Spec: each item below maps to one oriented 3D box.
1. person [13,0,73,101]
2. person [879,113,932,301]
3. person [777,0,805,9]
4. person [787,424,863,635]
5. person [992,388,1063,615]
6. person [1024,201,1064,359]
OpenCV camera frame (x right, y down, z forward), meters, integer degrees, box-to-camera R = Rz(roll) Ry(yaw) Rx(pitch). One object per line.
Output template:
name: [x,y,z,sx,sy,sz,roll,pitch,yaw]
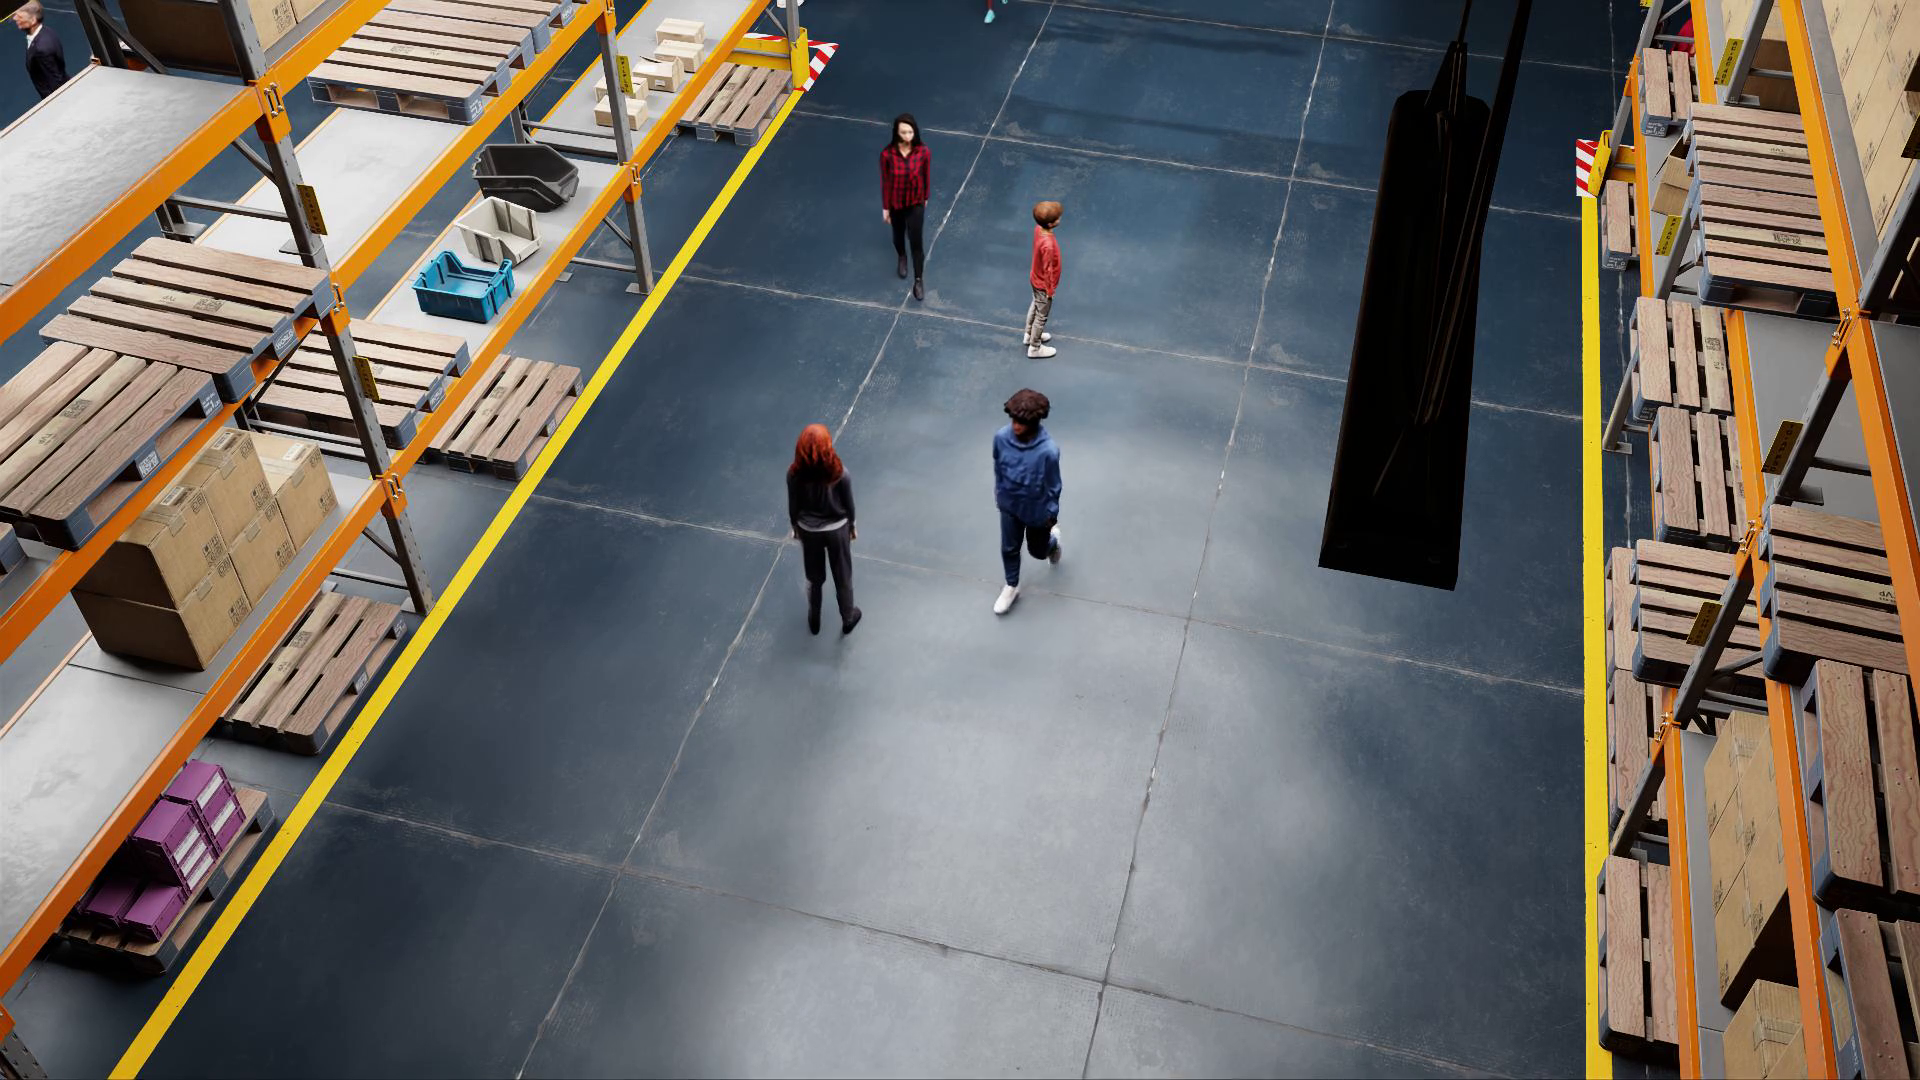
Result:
person: [-8.233,-4.085,15.225,0.837,1.814,0.745,-16,46,-16]
person: [-0.494,-2.920,14.136,0.817,1.629,1.055,-4,44,-4]
person: [-1.988,-6.690,17.961,0.839,1.811,0.774,-21,47,-20]
person: [-0.908,-0.058,11.022,0.629,1.780,0.561,1,44,1]
person: [0.491,-0.304,11.271,0.822,1.793,1.024,22,48,21]
person: [0.667,-2.115,13.447,0.649,1.413,0.539,-7,44,-7]
